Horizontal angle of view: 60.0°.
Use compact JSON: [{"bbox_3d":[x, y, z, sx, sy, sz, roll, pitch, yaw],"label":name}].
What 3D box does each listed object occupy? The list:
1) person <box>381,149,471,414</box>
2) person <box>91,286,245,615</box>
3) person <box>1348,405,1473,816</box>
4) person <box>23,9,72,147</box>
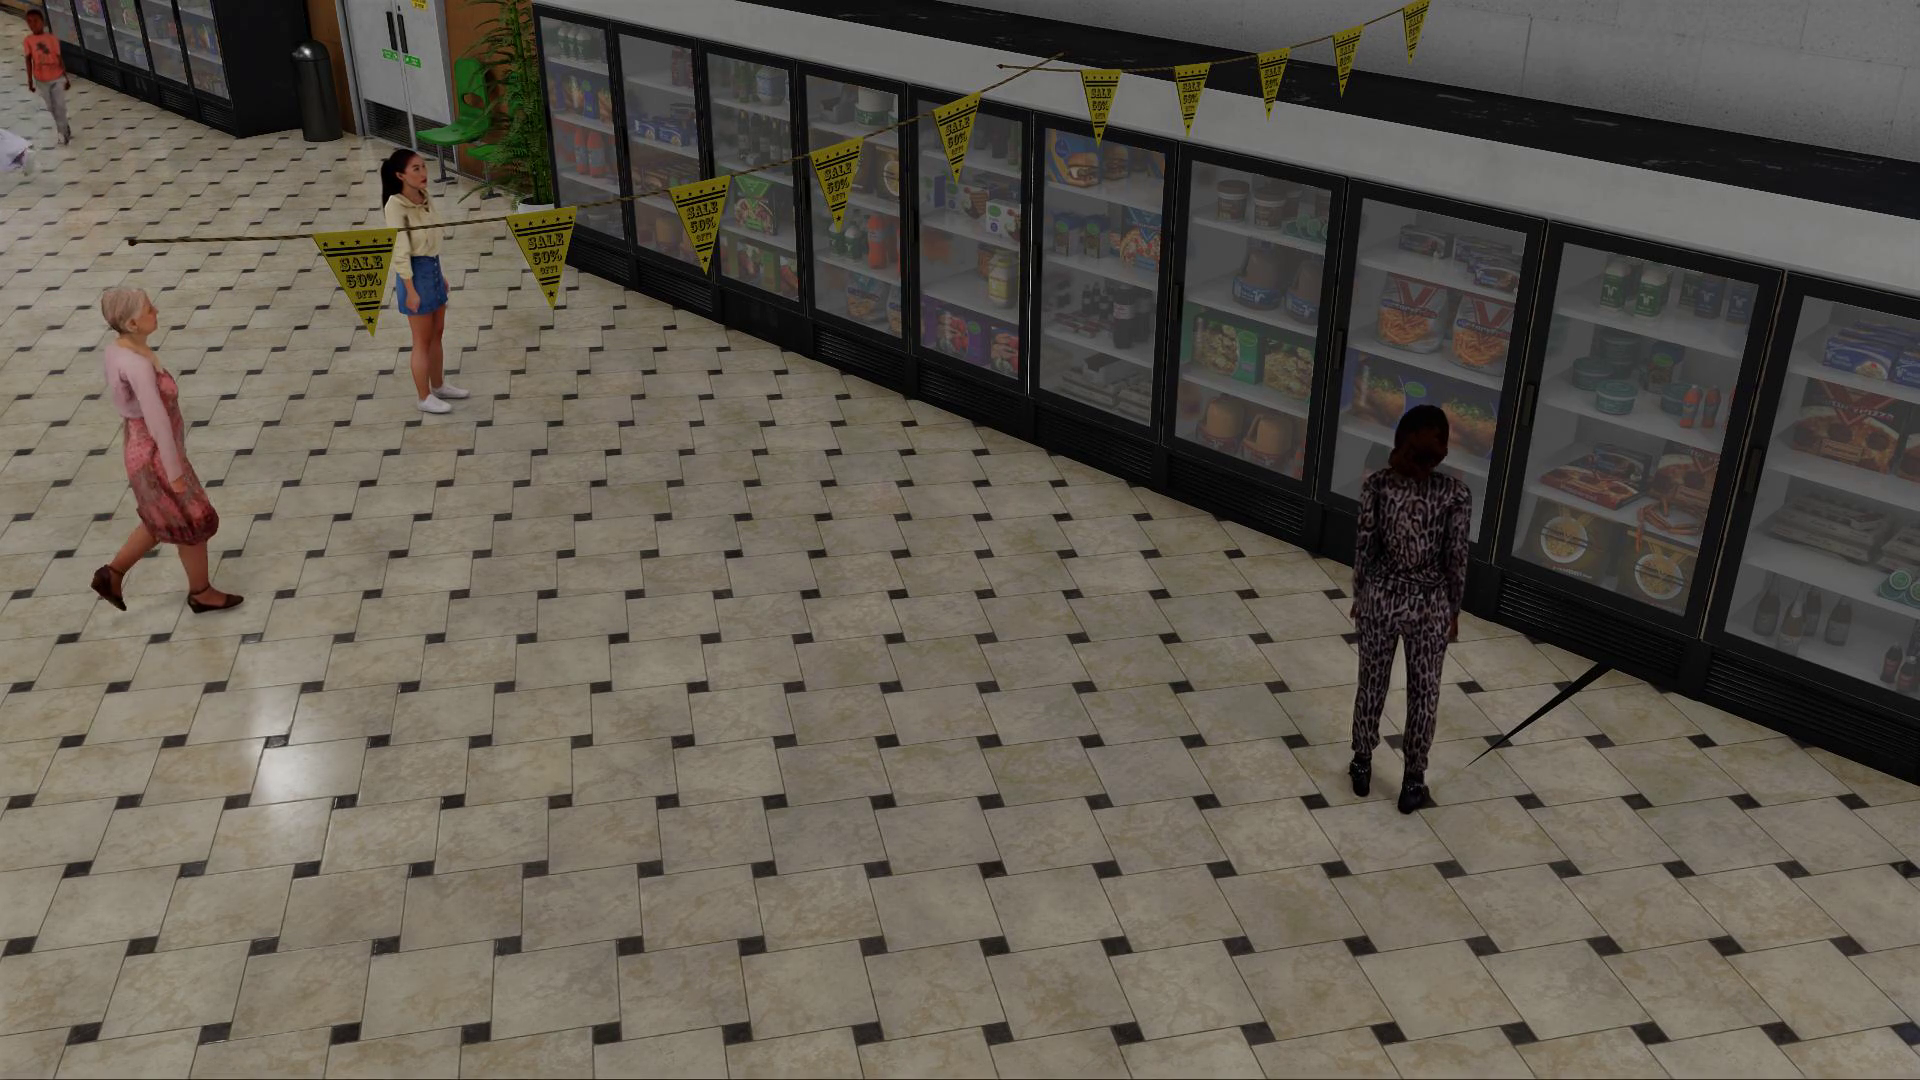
[{"bbox_3d":[-3.339,-1.606,10.299,0.788,1.631,0.690,5,27,9],"label":"person"},{"bbox_3d":[-3.833,-0.352,7.780,0.890,1.673,0.654,-19,33,-33],"label":"person"},{"bbox_3d":[1.740,0.269,6.508,0.678,1.717,0.698,10,29,19],"label":"person"},{"bbox_3d":[-9.116,-4.643,16.660,0.898,1.294,0.839,-7,28,-13],"label":"person"}]
